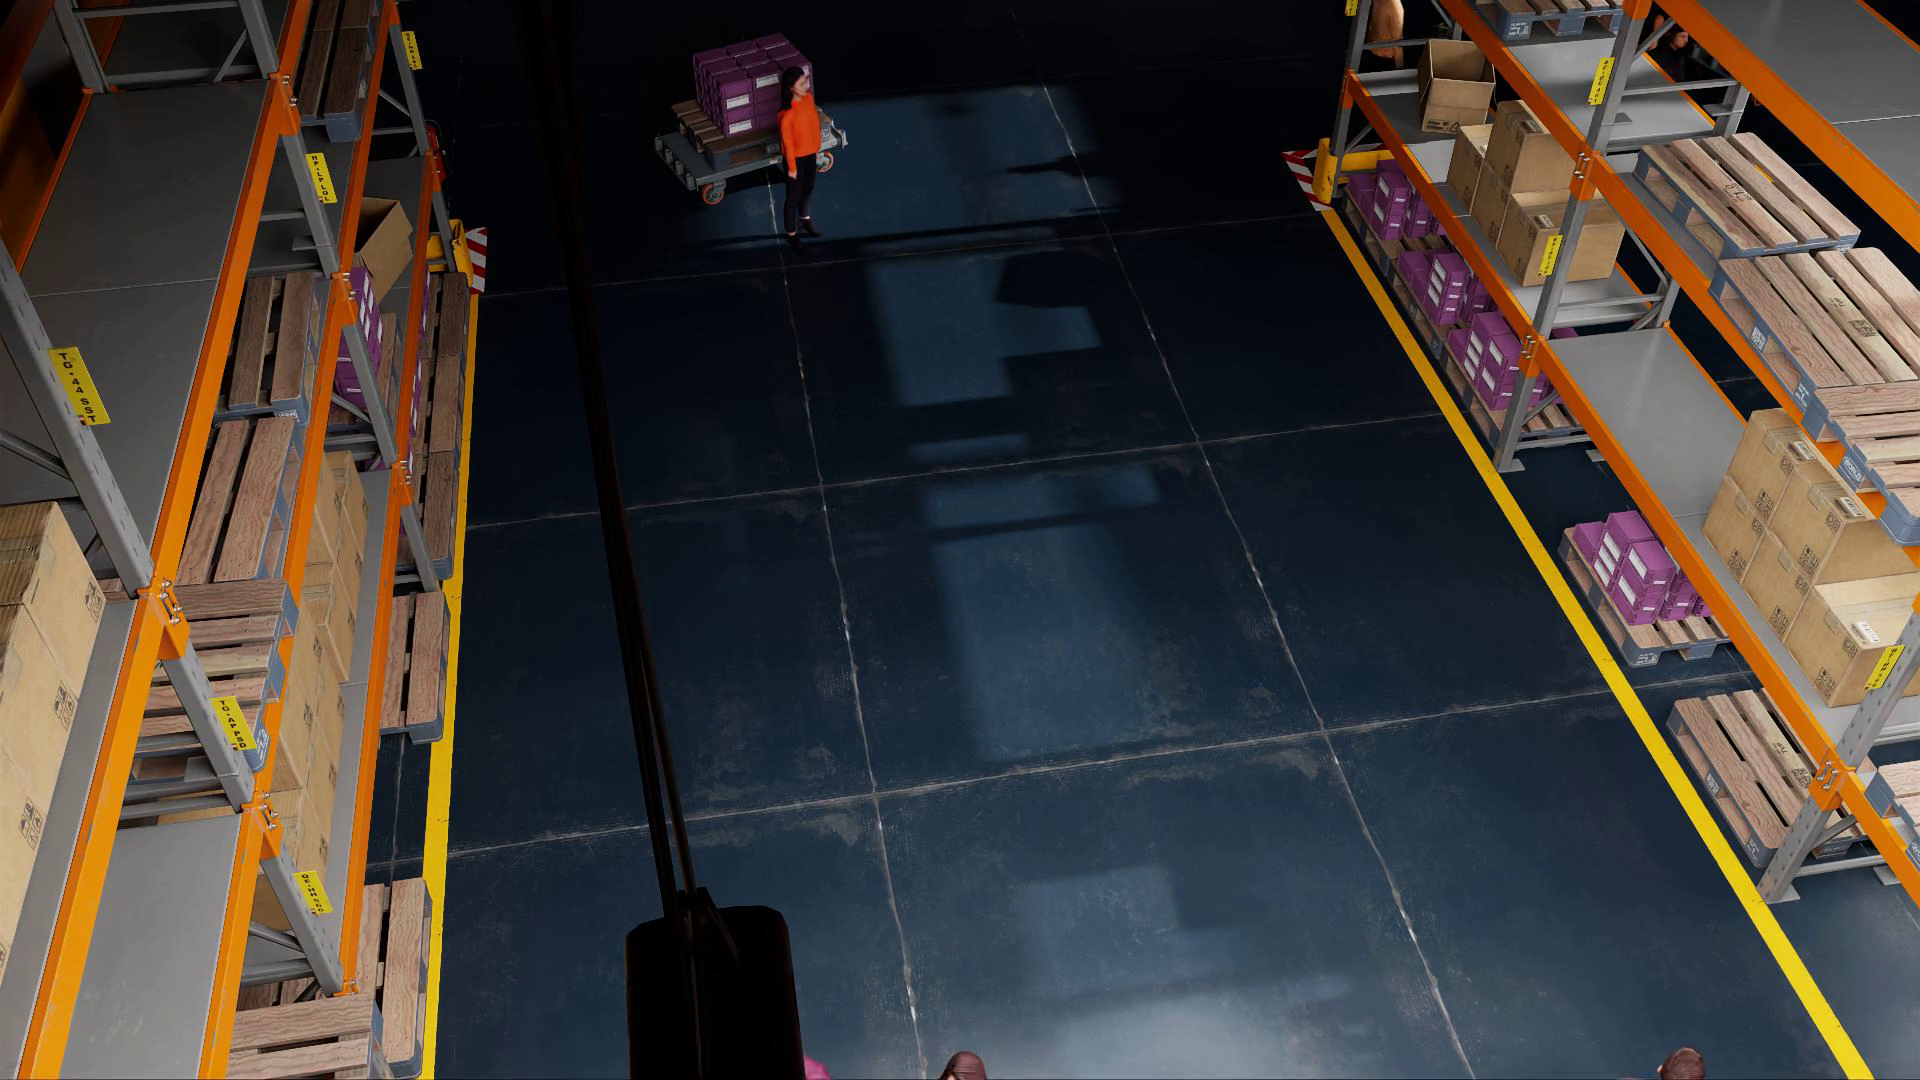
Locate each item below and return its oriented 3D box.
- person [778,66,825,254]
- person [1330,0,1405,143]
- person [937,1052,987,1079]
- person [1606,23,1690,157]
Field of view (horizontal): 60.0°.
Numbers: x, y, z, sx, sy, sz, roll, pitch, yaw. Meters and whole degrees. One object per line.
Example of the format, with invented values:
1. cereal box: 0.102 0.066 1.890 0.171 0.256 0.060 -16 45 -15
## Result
1. person: -1.417 -3.355 14.593 0.771 1.746 0.684 19 47 19
2. person: 3.975 -4.602 15.914 0.718 1.729 1.002 -6 44 -7
3. person: 0.004 2.950 8.106 0.629 1.563 0.646 11 45 11
4. person: 6.126 -3.908 15.076 1.309 1.880 1.211 29 51 27
